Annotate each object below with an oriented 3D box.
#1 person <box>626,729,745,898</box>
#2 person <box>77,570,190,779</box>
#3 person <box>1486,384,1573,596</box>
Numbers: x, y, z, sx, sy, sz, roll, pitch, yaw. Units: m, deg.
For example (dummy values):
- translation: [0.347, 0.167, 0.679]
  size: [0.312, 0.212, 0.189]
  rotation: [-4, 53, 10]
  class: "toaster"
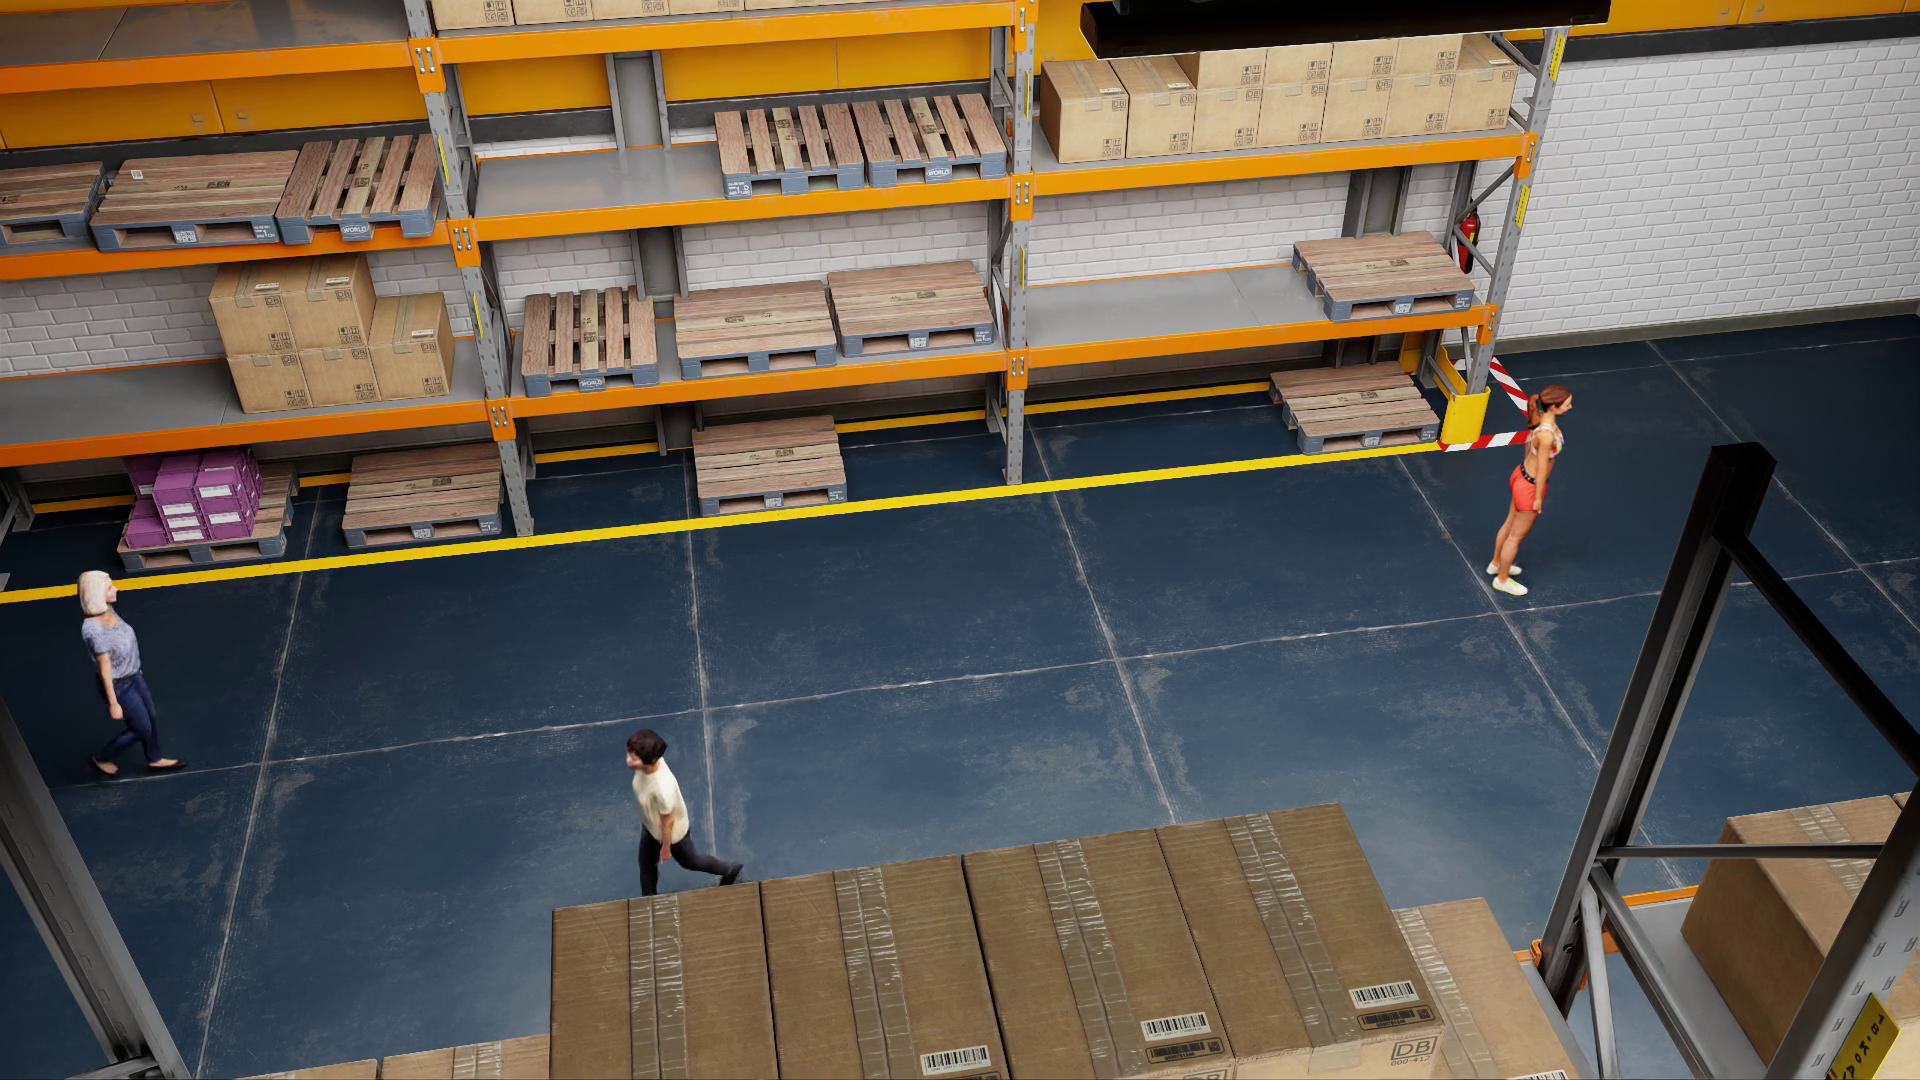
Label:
- translation: [-1.681, 1.689, 9.924]
  size: [1.087, 1.551, 0.836]
  rotation: [-21, 43, -24]
  class: "person"
- translation: [-5.520, 0.935, 10.751]
  size: [0.803, 1.697, 0.651]
  rotation: [-11, 40, -13]
  class: "person"
- translation: [4.220, -0.396, 12.344]
  size: [0.627, 1.789, 0.646]
  rotation: [5, 39, 6]
  class: "person"
